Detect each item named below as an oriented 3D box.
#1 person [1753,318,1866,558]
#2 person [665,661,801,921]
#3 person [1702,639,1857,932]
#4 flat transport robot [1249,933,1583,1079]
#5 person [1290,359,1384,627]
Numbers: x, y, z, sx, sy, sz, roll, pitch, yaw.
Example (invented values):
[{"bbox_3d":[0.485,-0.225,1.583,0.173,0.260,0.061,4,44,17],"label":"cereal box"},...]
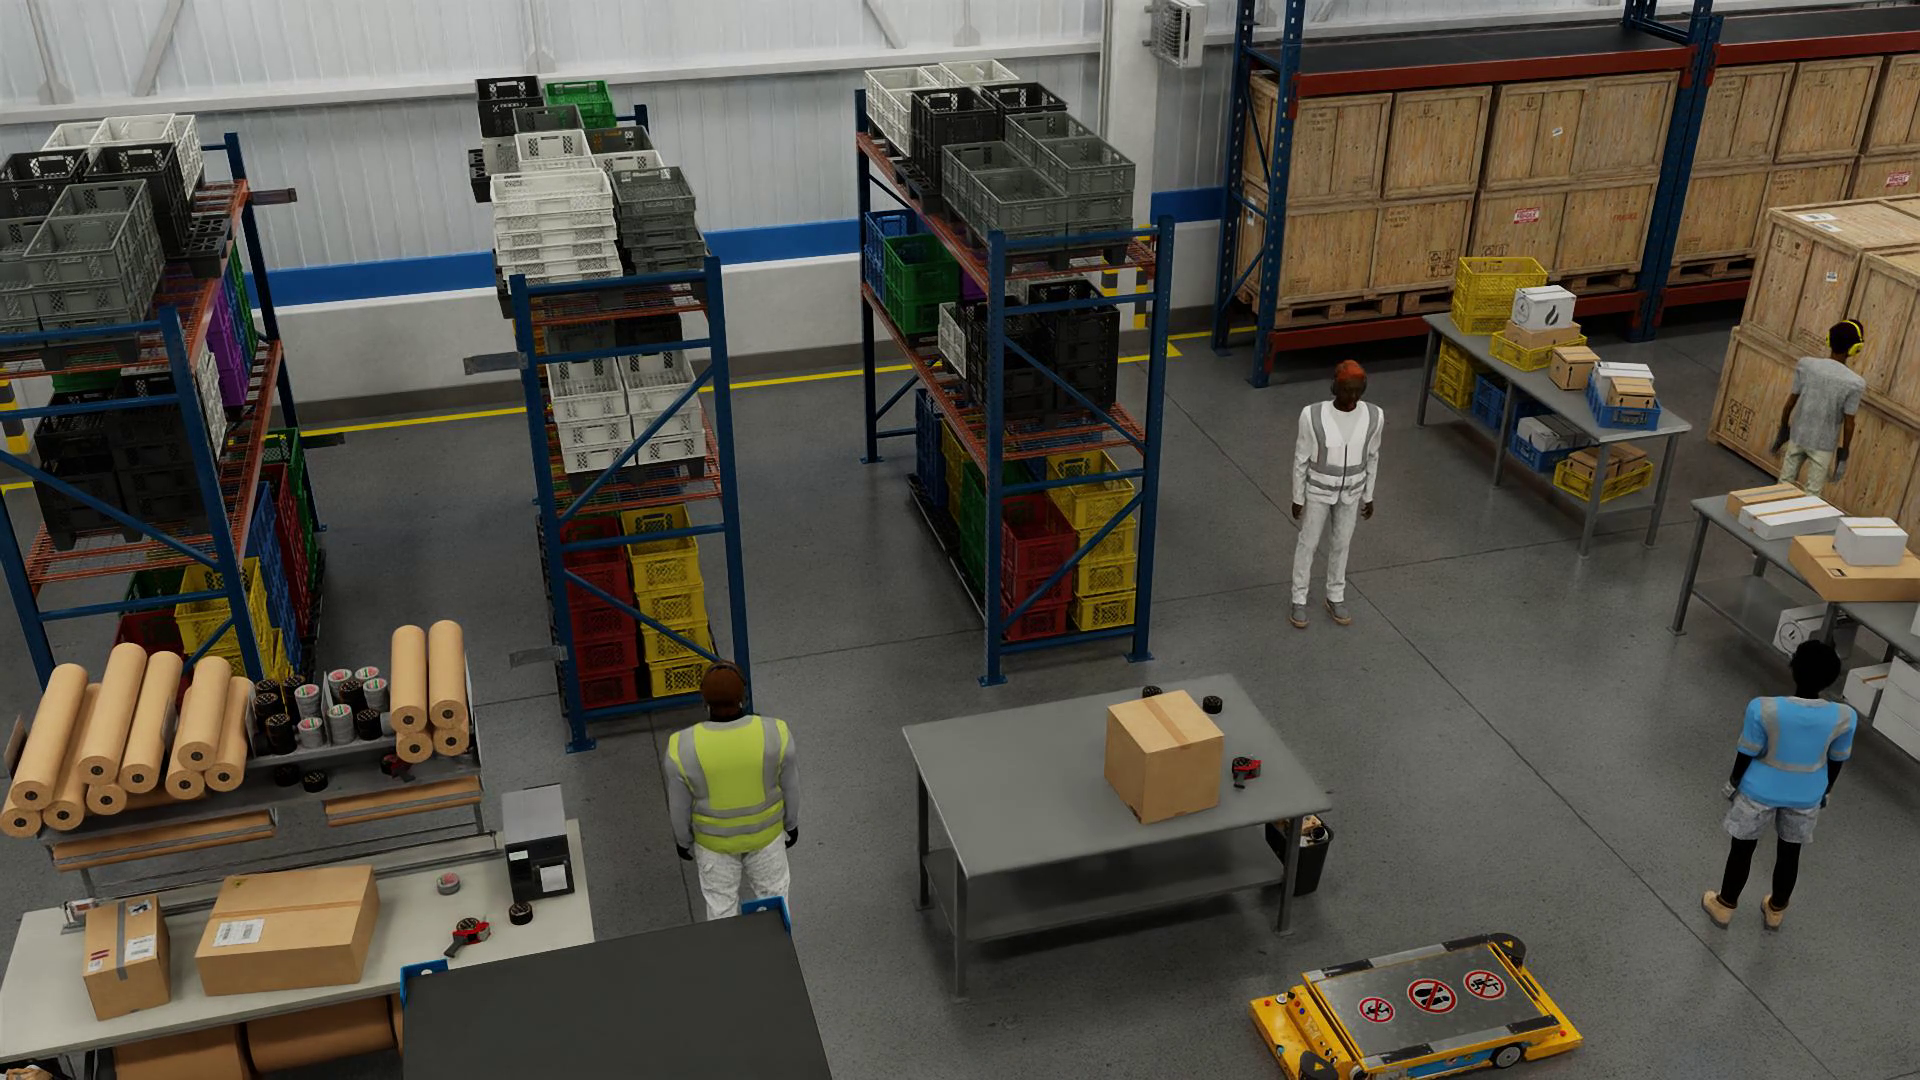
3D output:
[{"bbox_3d":[6.003,-0.680,11.732,0.315,1.863,0.560,-20,35,-32],"label":"person"},{"bbox_3d":[-1.072,1.386,8.000,0.621,1.837,0.429,-6,29,-11],"label":"person"},{"bbox_3d":[4.131,1.251,8.384,0.541,1.697,0.315,4,29,7],"label":"person"},{"bbox_3d":[2.184,2.282,7.980,1.431,0.197,0.652,-8,30,-14],"label":"flat transport robot"},{"bbox_3d":[2.474,-0.301,11.019,0.575,1.884,0.355,-3,29,-6],"label":"person"}]
